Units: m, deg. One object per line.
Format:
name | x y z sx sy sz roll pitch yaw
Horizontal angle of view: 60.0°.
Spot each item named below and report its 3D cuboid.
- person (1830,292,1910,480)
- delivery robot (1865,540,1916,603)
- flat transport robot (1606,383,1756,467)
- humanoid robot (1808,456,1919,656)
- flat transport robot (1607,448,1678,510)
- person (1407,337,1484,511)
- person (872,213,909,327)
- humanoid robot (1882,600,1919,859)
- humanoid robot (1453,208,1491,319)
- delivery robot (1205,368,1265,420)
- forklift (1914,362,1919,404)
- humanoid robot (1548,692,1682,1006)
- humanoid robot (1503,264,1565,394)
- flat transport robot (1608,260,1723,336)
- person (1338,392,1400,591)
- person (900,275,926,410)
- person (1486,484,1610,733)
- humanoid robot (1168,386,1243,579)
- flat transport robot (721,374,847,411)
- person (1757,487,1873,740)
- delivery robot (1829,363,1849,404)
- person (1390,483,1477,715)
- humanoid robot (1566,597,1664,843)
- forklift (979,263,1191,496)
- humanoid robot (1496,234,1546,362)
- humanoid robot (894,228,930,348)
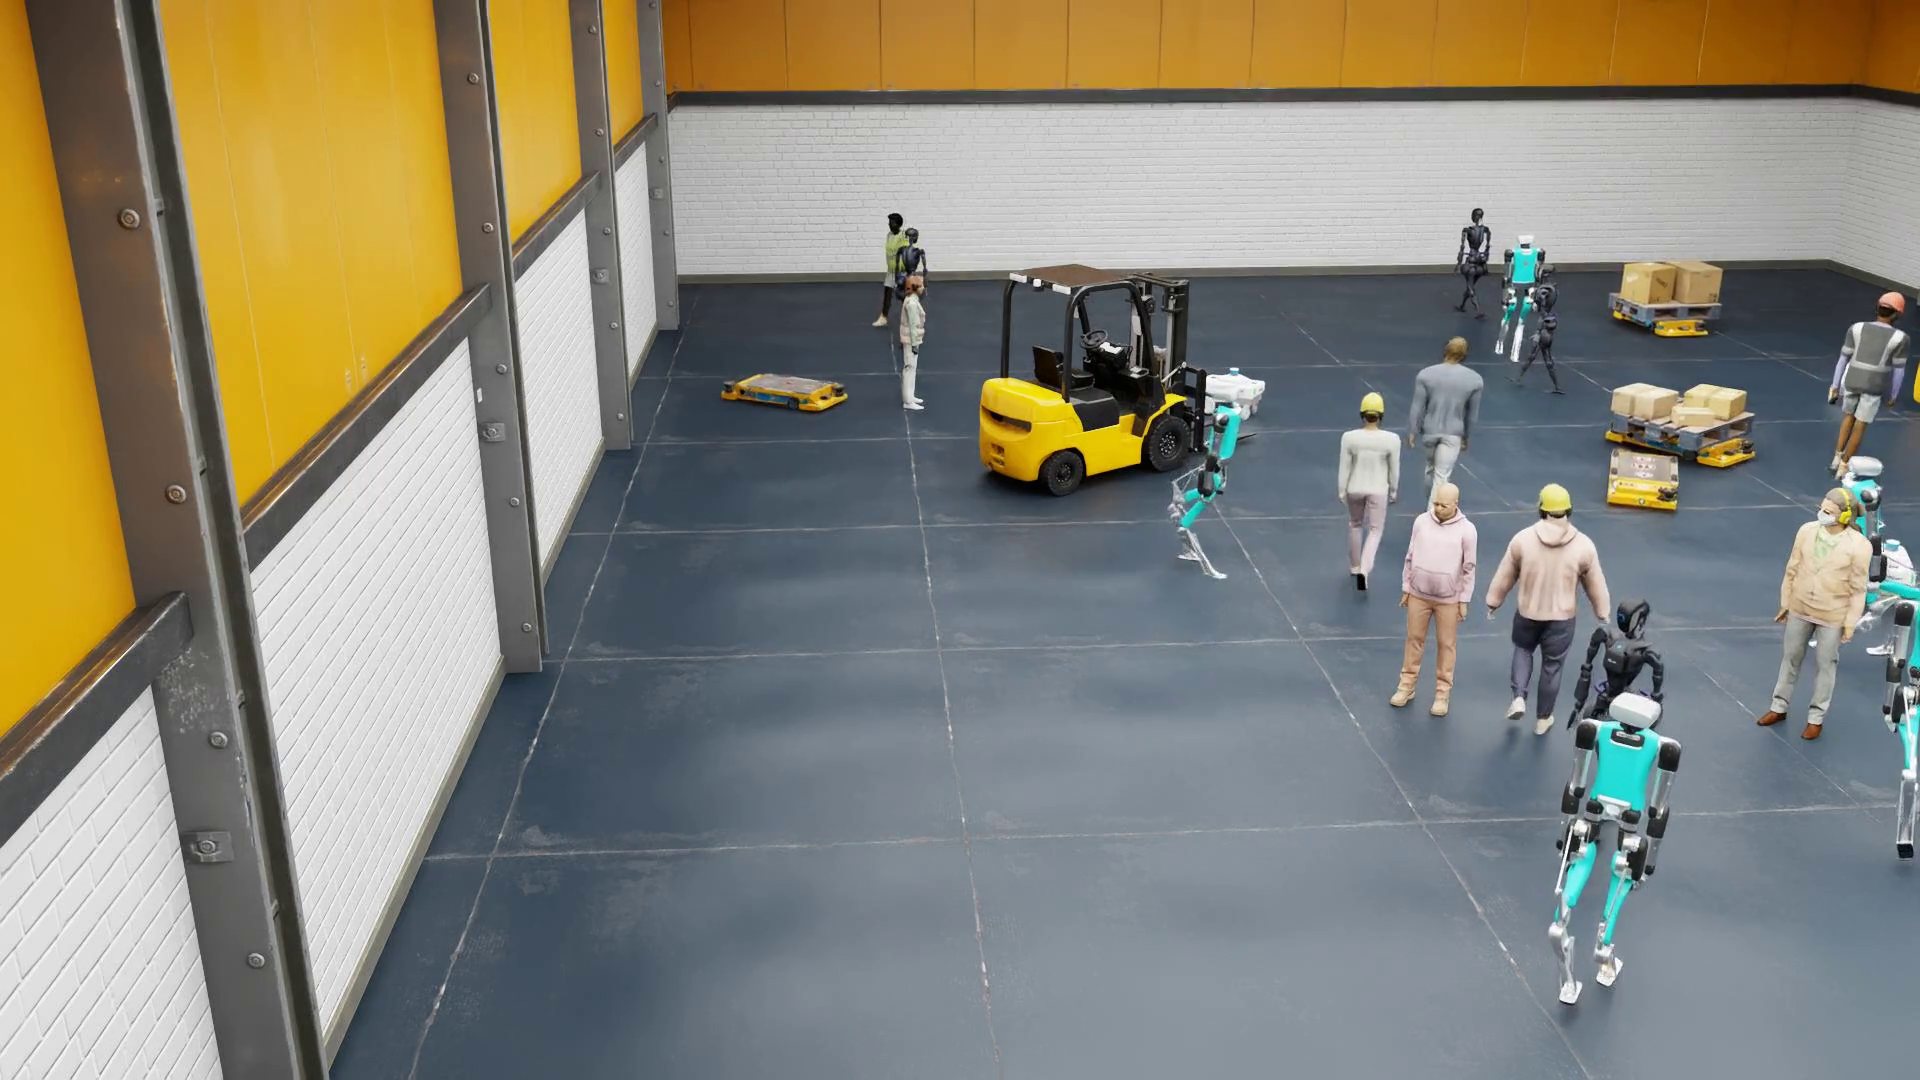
person | 9.584 -1.622 17.508 0.603 2.015 0.625 -17 26 -39
delivery robot | 8.027 0.296 14.401 0.499 0.590 0.789 7 21 19
flat transport robot | 8.085 -1.115 18.665 0.659 0.231 1.431 -14 25 -34
humanoid robot | 7.225 0.197 12.974 0.995 1.724 0.531 2 20 5
flat transport robot | 7.137 -0.643 17.378 0.659 0.231 1.431 8 22 20
person | 4.672 -1.023 16.096 0.643 1.871 1.001 9 22 23
person | -0.926 -3.956 24.407 0.743 1.682 0.541 -14 24 -33
humanoid robot | 6.041 1.183 10.345 0.554 1.770 1.019 9 22 22
humanoid robot | 7.756 -4.164 25.047 0.612 1.629 0.846 -8 22 -22
delivery robot | 3.257 -1.768 20.058 0.785 0.614 0.499 11 23 27
forklift | 12.602 -2.435 19.475 2.313 2.155 1.214 -1 20 -4
humanoid robot | 3.391 1.738 8.806 0.544 1.778 0.909 12 23 29
humanoid robot | 7.280 -2.647 20.854 0.765 1.632 0.589 8 22 21
flat transport robot | 10.294 -3.229 24.426 0.659 0.231 1.431 -3 20 -9
person | 3.572 -0.425 14.641 0.518 1.742 0.757 9 22 22
person | -0.574 -2.404 20.201 0.316 1.633 0.517 -1 20 -4
person | 4.221 0.510 11.938 0.852 1.852 0.474 10 22 26
humanoid robot | 2.124 -0.541 14.975 0.769 1.779 0.537 10 22 24
flat transport robot | -2.183 -1.832 20.619 1.431 0.231 0.659 9 22 24
person | 6.161 0.510 11.911 0.403 1.876 0.555 -15 25 -36
delivery robot | 11.053 -1.958 20.554 0.525 0.600 0.772 8 22 22
person | 3.528 0.414 12.305 0.524 1.781 0.403 13 24 31
humanoid robot | 4.122 1.131 10.533 0.722 1.629 0.603 -13 24 -32
forklift | 1.315 -1.764 17.646 2.313 2.155 1.214 -14 24 -33
humanoid robot | 7.507 -3.264 22.488 0.557 1.843 0.864 2 20 5
humanoid robot | -0.653 -3.544 23.277 0.610 1.621 0.735 14 25 34
